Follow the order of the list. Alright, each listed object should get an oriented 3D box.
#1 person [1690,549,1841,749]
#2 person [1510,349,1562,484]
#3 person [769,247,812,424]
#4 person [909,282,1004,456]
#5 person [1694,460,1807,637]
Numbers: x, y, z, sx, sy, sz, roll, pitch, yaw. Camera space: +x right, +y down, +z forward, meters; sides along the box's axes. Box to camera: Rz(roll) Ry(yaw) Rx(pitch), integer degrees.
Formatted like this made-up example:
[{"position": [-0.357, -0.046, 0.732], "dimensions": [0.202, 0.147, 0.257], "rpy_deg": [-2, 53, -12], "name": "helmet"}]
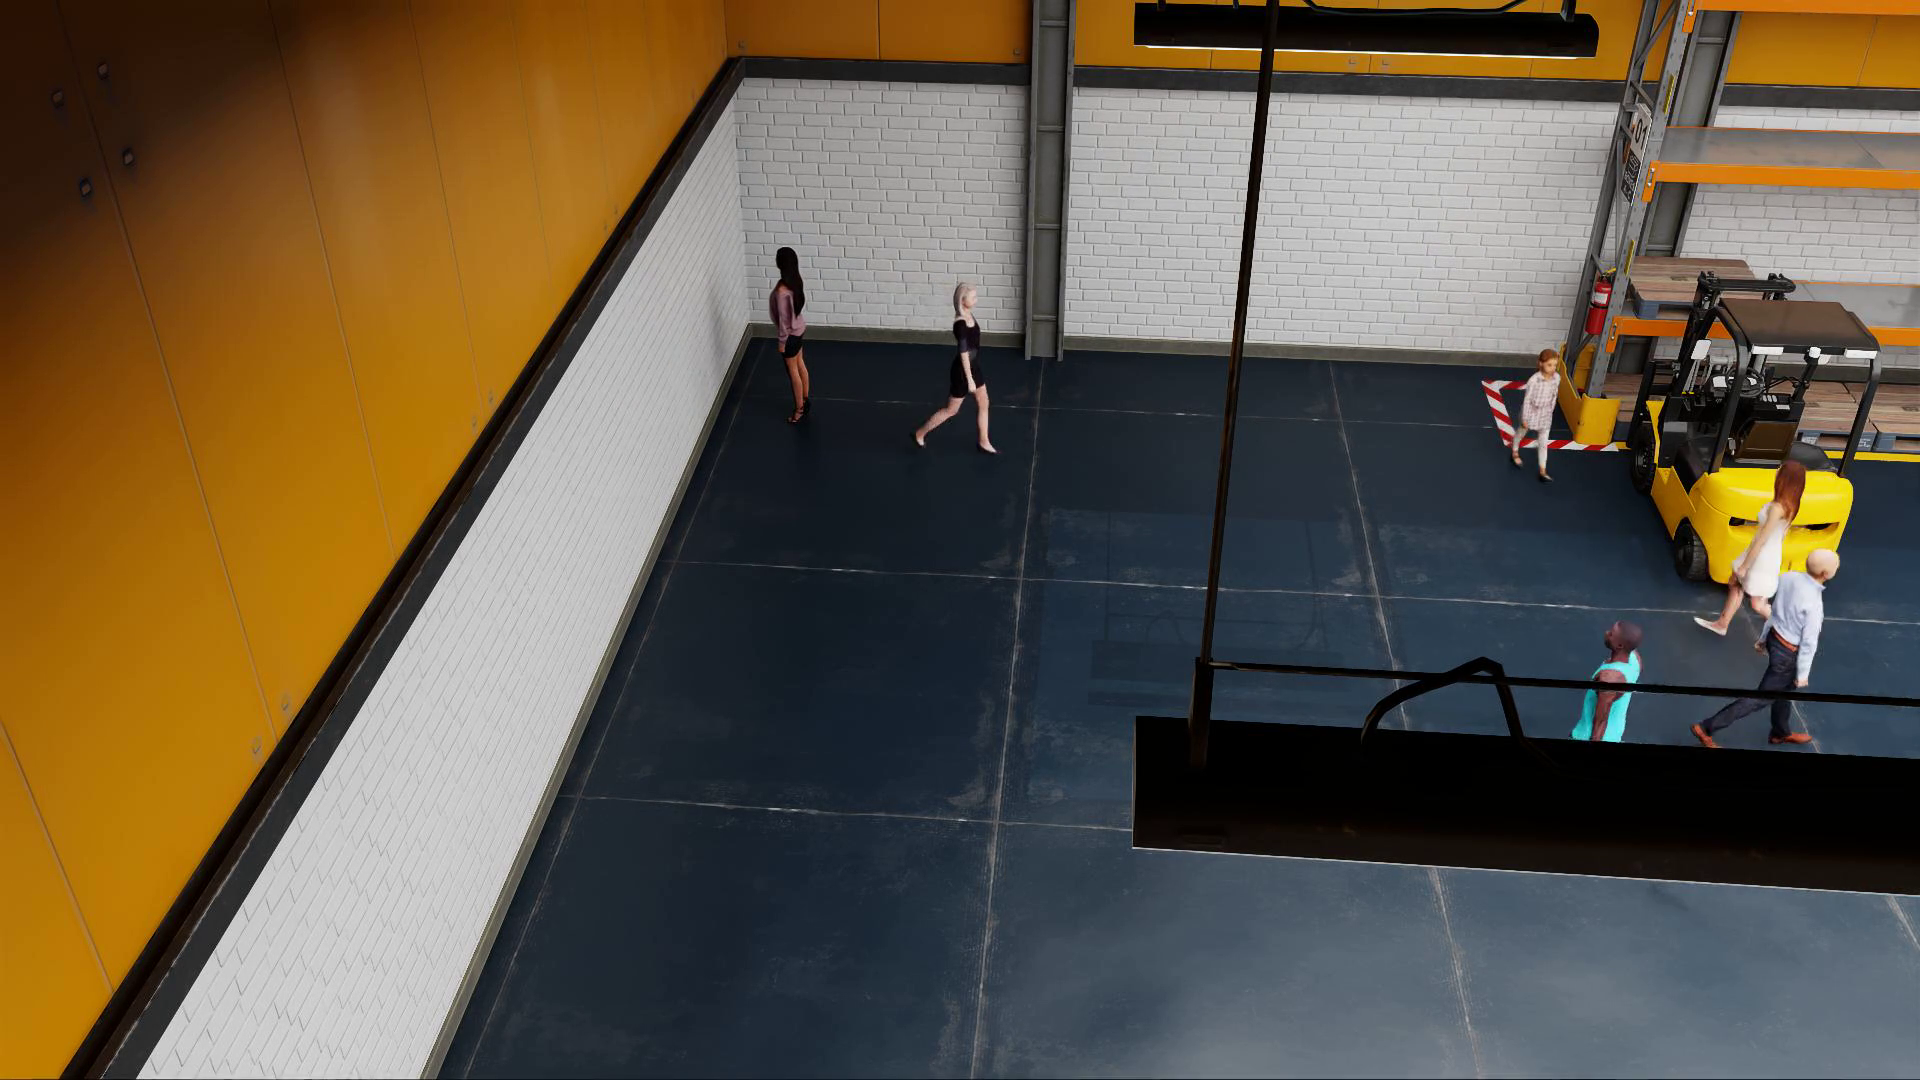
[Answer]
[{"position": [5.783, 0.829, 11.836], "dimensions": [1.222, 1.758, 0.729], "rpy_deg": [0, 34, 0], "name": "person"}, {"position": [5.271, -1.205, 15.332], "dimensions": [0.879, 1.275, 0.748], "rpy_deg": [-7, 34, -10], "name": "person"}, {"position": [-1.615, -1.966, 15.994], "dimensions": [0.598, 1.810, 0.659], "rpy_deg": [9, 35, 13], "name": "person"}, {"position": [-0.064, -1.516, 15.337], "dimensions": [1.115, 1.789, 0.607], "rpy_deg": [4, 34, 6], "name": "person"}, {"position": [6.303, 0.187, 12.868], "dimensions": [1.147, 1.684, 0.956], "rpy_deg": [24, 41, 32], "name": "person"}]
